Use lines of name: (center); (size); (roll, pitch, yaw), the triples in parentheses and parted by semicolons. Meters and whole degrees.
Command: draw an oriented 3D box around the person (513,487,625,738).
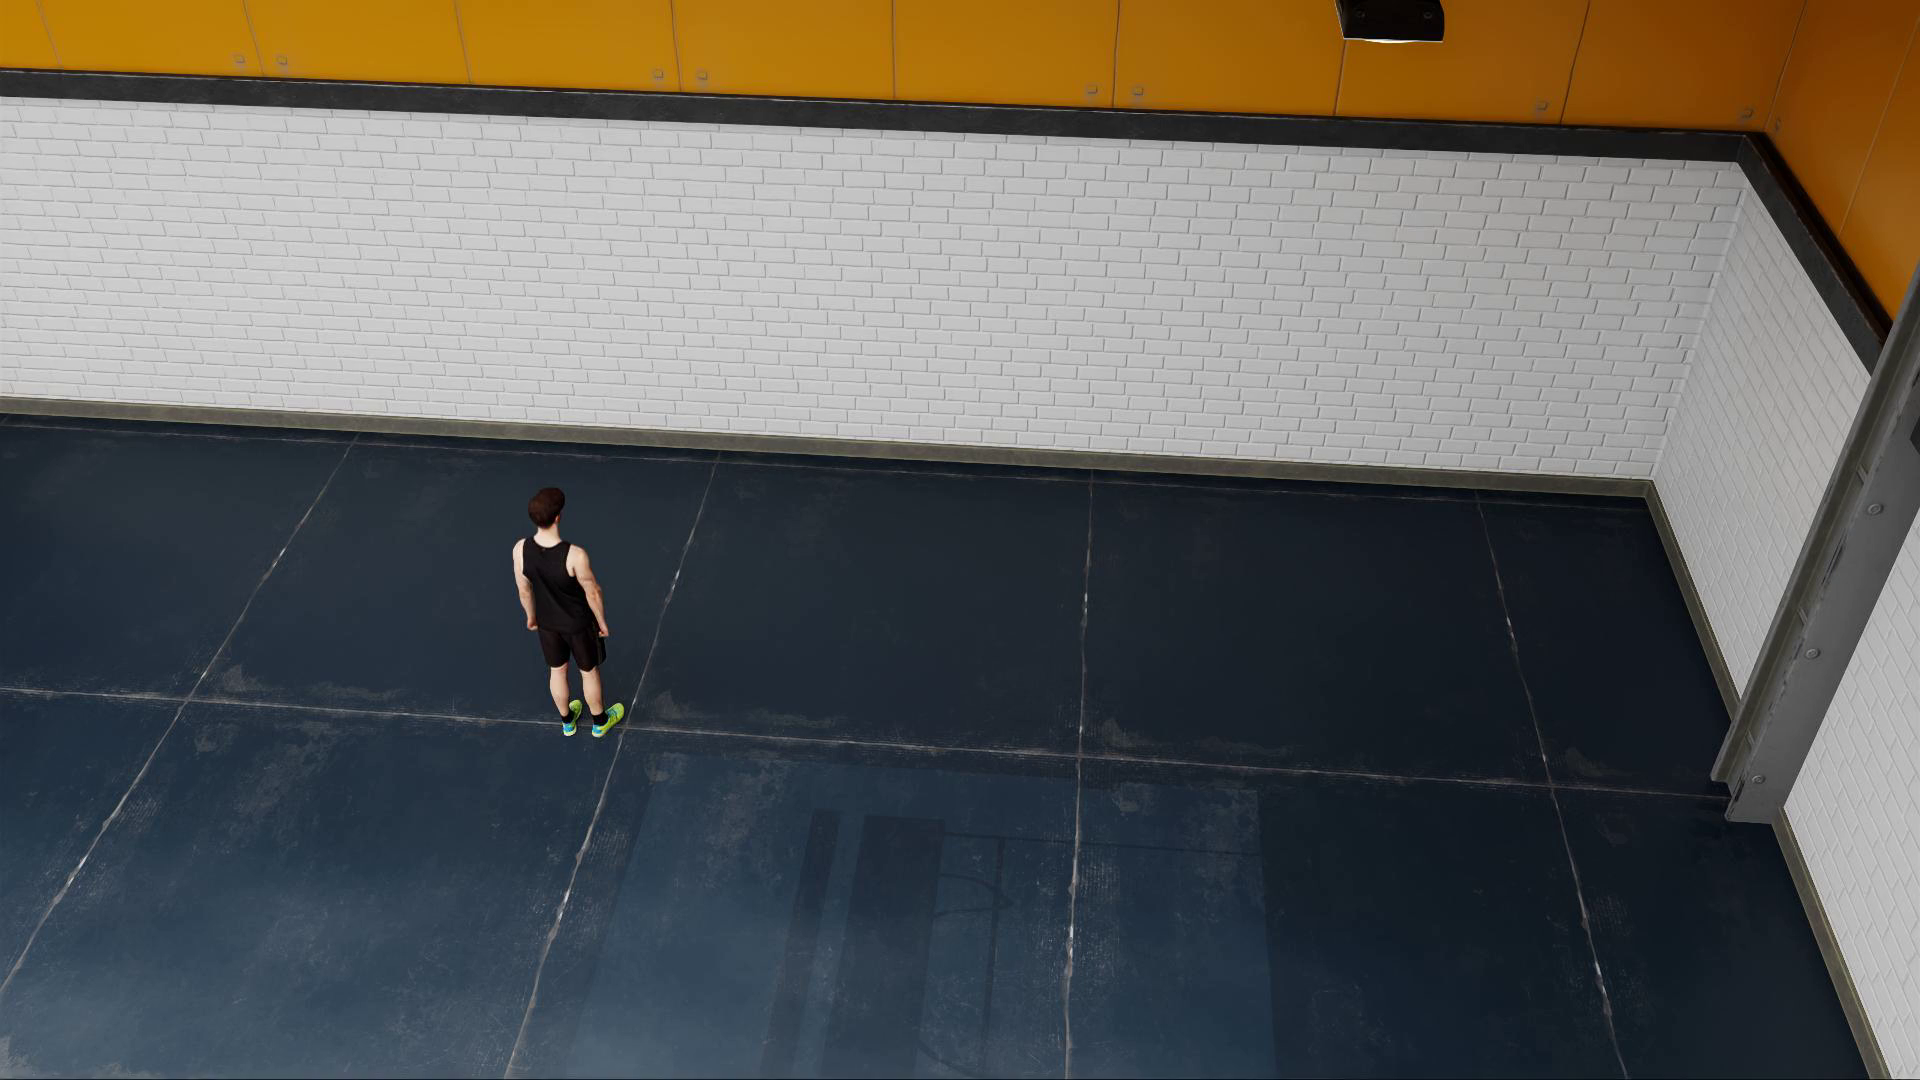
person: (-2.477, 0.483, 10.419); (0.699, 1.889, 0.563); (6, 39, 7)
